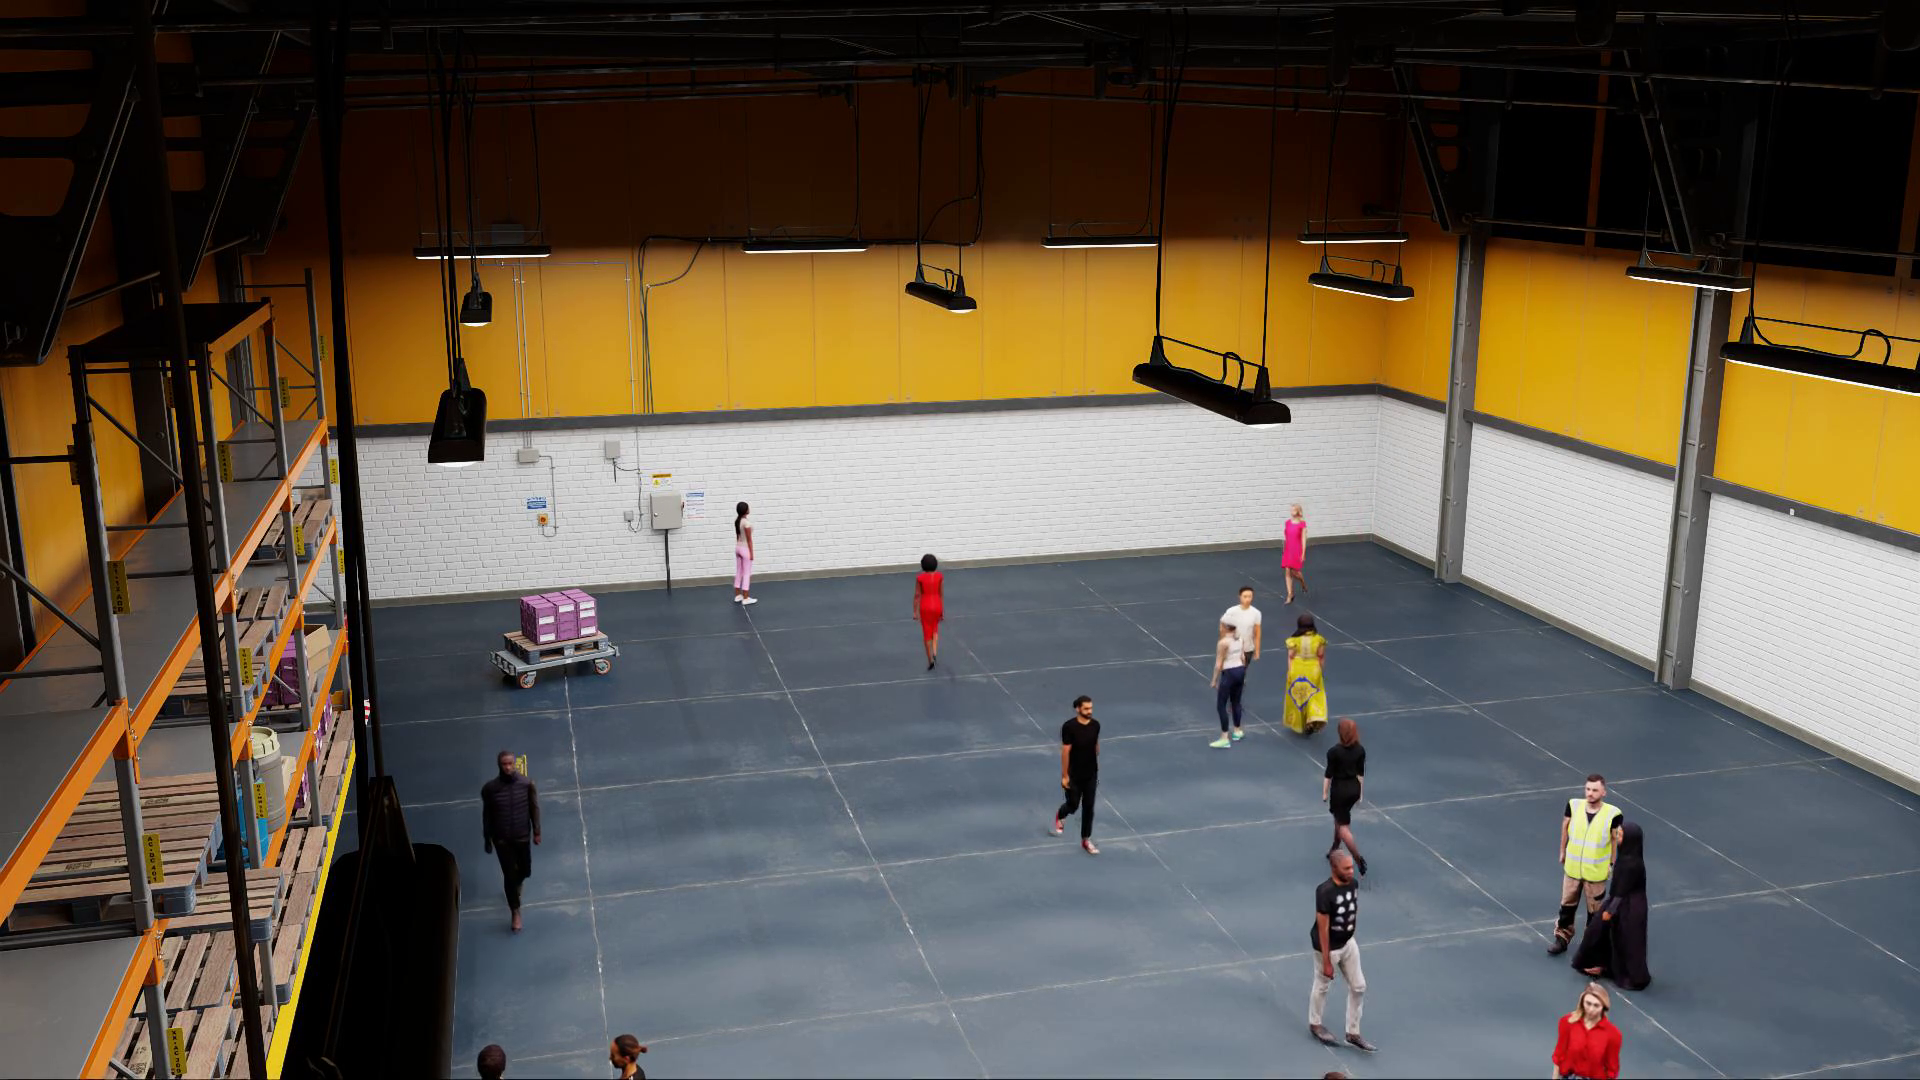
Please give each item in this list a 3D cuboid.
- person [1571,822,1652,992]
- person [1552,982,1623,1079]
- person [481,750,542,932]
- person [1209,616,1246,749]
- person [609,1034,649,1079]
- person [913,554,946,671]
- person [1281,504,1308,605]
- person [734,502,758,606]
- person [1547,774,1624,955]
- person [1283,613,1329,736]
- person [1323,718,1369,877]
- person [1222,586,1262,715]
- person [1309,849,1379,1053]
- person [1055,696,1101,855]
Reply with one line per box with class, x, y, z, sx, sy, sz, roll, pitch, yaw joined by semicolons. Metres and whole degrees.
person;6.144;3.331;15.103;0.890;1.611;0.950;2;14;10
person;4.573;3.995;12.198;1.032;1.687;1.088;7;15;28
person;-4.428;2.907;16.424;0.738;1.813;1.041;-4;14;-17
person;3.518;1.782;21.335;1.012;1.688;0.904;-6;15;-24
person;-2.233;4.175;11.494;0.645;1.669;0.469;-3;14;-12
person;-0.404;1.075;24.171;0.606;1.728;0.639;-4;14;-18
person;5.617;0.215;27.751;0.848;1.714;0.852;13;19;43
person;-3.609;0.205;27.738;0.704;1.740;0.579;-11;17;-38
person;5.918;3.066;15.696;0.854;1.846;0.918;9;16;33
person;4.465;1.779;21.456;0.883;1.638;1.019;1;14;5
person;4.086;2.727;17.466;0.587;1.672;1.048;-4;14;-16
person;3.773;1.459;22.509;0.784;1.764;1.115;0;14;-2
person;3.130;3.455;14.228;0.849;1.780;0.996;-9;16;-33
person;1.275;2.525;18.149;0.726;1.743;0.971;-6;15;-24
